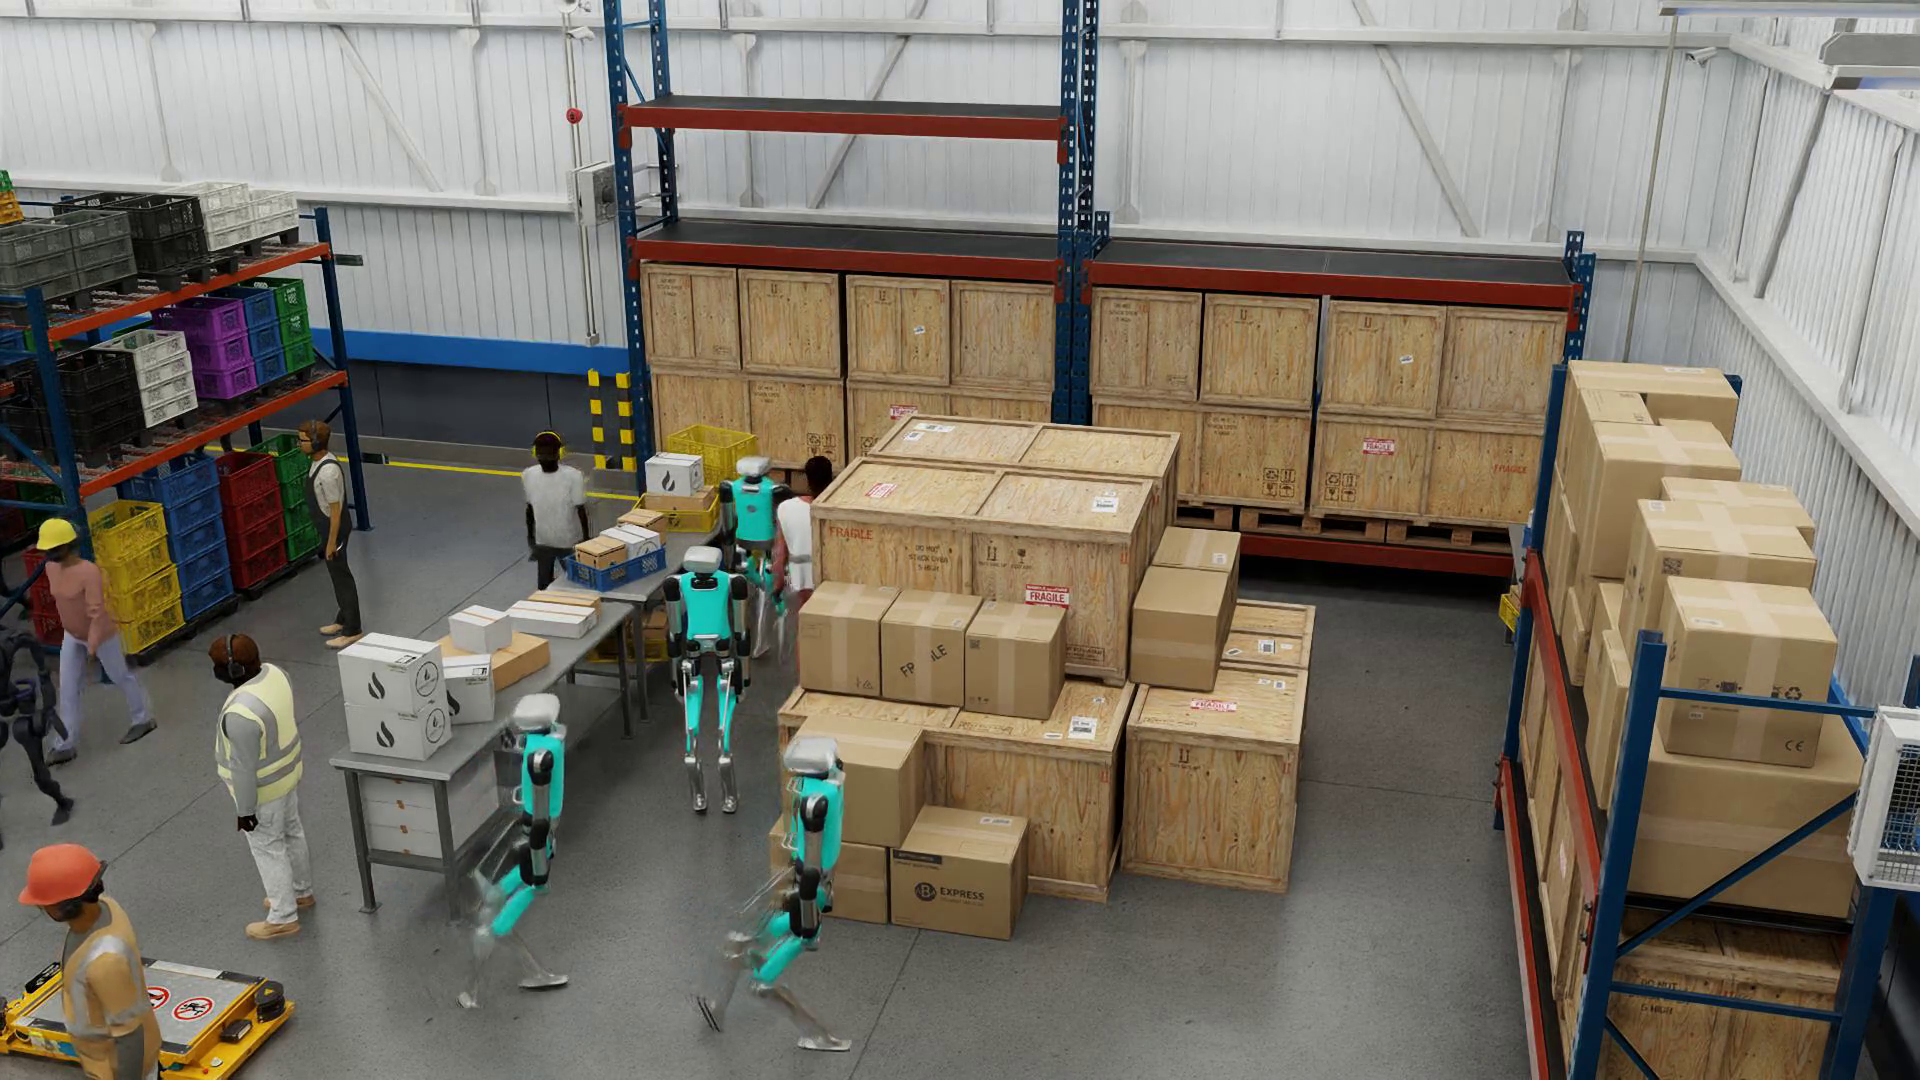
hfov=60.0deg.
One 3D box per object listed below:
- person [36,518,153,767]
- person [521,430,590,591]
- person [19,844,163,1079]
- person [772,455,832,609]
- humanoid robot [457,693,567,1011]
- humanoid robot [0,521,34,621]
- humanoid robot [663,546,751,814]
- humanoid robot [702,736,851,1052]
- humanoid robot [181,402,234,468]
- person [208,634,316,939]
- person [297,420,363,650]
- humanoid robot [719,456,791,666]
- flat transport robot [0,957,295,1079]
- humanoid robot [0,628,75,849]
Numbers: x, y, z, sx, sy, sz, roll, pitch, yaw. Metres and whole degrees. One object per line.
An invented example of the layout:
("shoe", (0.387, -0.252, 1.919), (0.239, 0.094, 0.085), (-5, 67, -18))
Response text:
("person", (-5.938, 0.682, 11.215), (0.537, 1.728, 0.870), (7, 22, 18))
("person", (-3.088, 0.005, 12.840), (0.563, 1.839, 0.748), (2, 21, 6))
("person", (-3.540, 2.154, 6.937), (0.390, 2.037, 0.604), (-13, 24, -30))
("person", (-1.002, 0.328, 11.924), (0.720, 1.884, 0.496), (5, 21, 12))
("humanoid robot", (-2.404, 1.694, 8.700), (0.803, 1.880, 0.539), (-3, 21, -9))
("humanoid robot", (-7.762, -0.043, 13.258), (0.600, 1.657, 0.615), (14, 25, 33))
("humanoid robot", (-1.585, 0.944, 10.455), (0.530, 1.752, 0.686), (-1, 21, -3))
("humanoid robot", (-0.999, 1.805, 8.323), (0.891, 1.806, 0.545), (2, 21, 5))
("humanoid robot", (-7.436, -1.253, 16.375), (0.709, 1.632, 0.587), (10, 23, 24))
("person", (-3.900, 1.365, 9.293), (0.429, 1.834, 0.631), (-1, 21, -2))
("person", (-4.919, -0.052, 12.973), (0.346, 1.846, 0.506), (-10, 23, -24))
("humanoid robot", (-1.489, 0.183, 12.628), (0.552, 1.859, 0.755), (2, 21, 5))
("flat transport robot", (-4.270, 2.464, 8.601), (1.431, 0.231, 0.659), (5, 22, 13))
("humanoid robot", (-5.871, 1.085, 10.277), (0.594, 1.643, 0.454), (-9, 23, -22))
